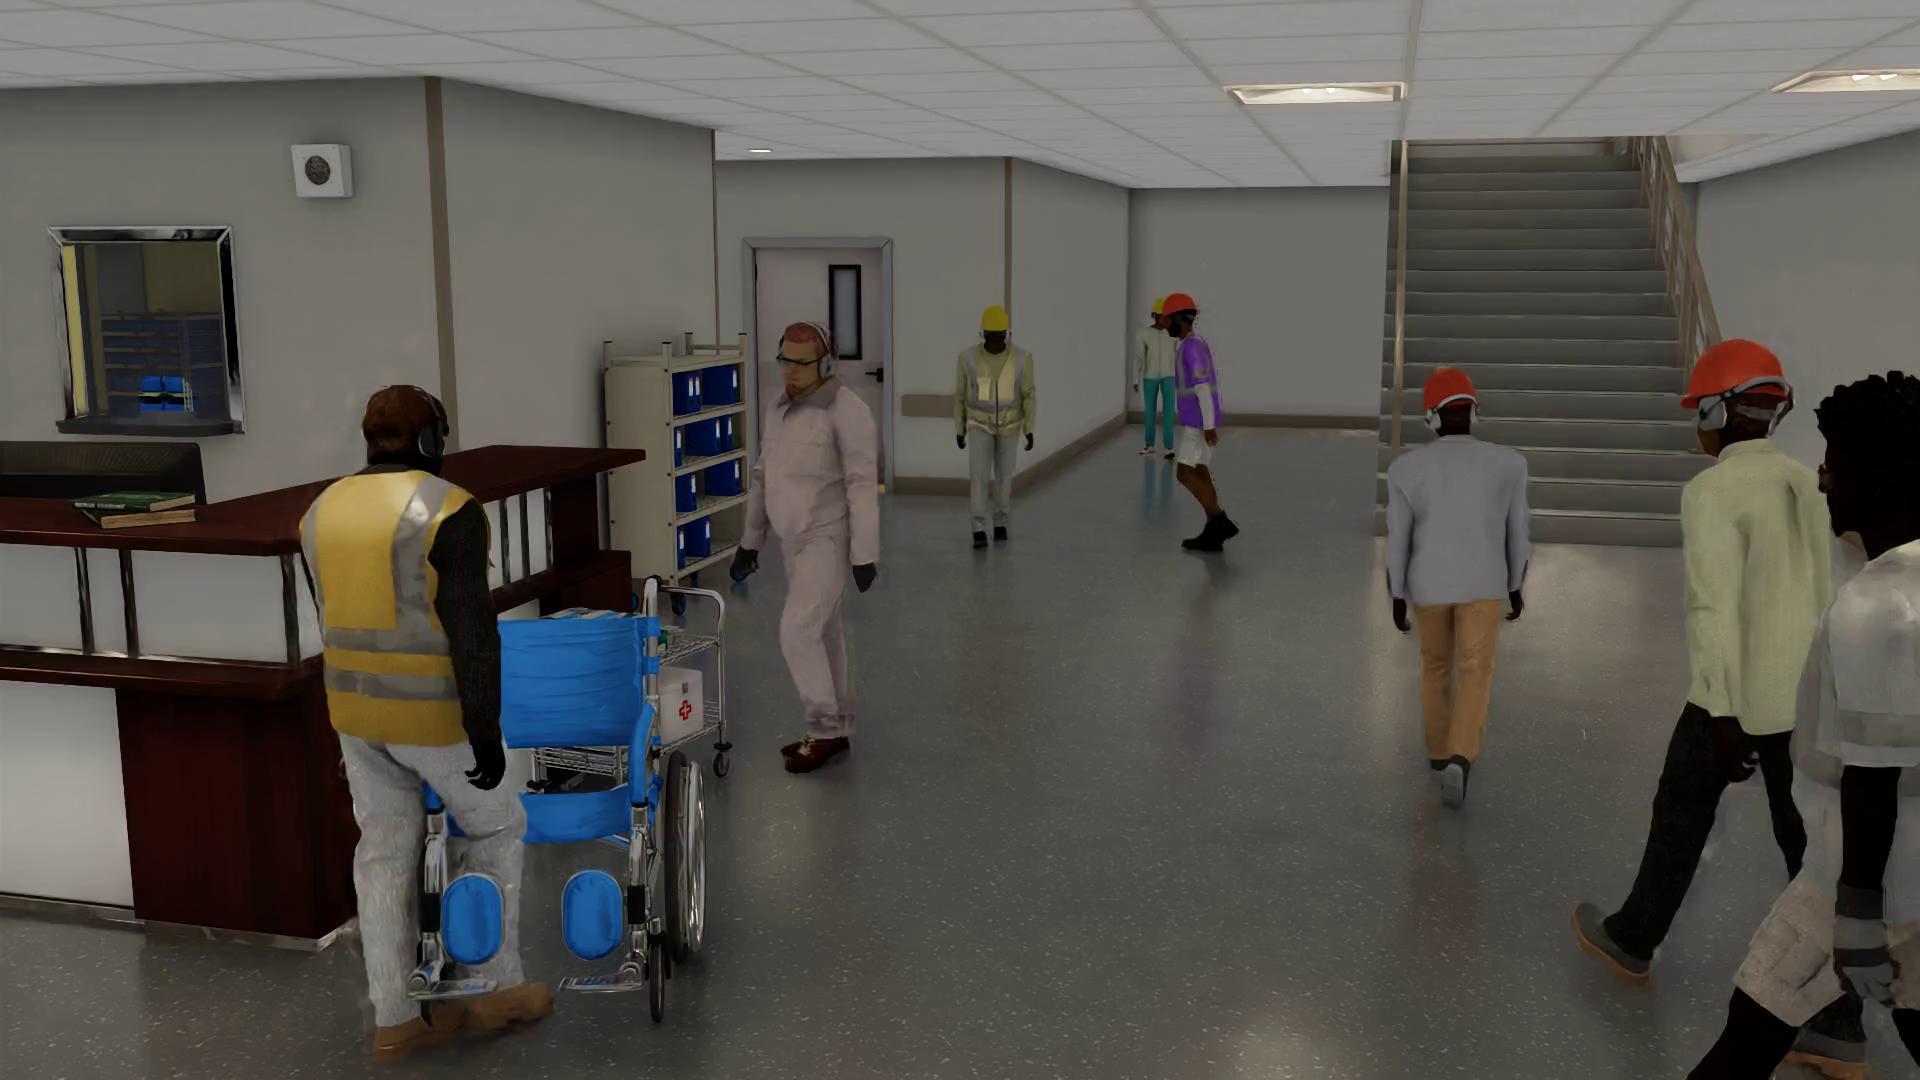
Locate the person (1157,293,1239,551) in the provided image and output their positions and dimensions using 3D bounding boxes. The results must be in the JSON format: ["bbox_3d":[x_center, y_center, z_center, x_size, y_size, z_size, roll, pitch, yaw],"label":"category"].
[{"bbox_3d":[1.713,-0.855,12.206,0.595,1.884,0.591,2,10,11],"label":"person"}]

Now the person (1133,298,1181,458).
[{"bbox_3d":[2.147,-1.748,17.960,0.550,1.713,0.740,0,10,3],"label":"person"}]

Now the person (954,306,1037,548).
[{"bbox_3d":[0.266,-0.836,12.373,0.600,1.786,0.843,-1,10,-4],"label":"person"}]

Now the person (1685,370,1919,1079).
[{"bbox_3d":[1.775,0.610,3.469,0.620,1.914,0.988,-7,12,-37],"label":"person"}]

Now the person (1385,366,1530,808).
[{"bbox_3d":[1.973,0.173,6.643,0.563,1.721,0.811,3,10,20],"label":"person"}]

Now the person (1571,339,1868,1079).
[{"bbox_3d":[2.146,0.419,4.602,0.620,1.911,1.031,-5,11,-25],"label":"person"}]

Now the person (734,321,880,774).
[{"bbox_3d":[-0.669,0.030,6.993,0.557,1.881,0.682,-6,12,-33],"label":"person"}]

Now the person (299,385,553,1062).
[{"bbox_3d":[-1.440,0.485,4.558,0.700,1.805,0.630,5,11,26],"label":"person"}]
